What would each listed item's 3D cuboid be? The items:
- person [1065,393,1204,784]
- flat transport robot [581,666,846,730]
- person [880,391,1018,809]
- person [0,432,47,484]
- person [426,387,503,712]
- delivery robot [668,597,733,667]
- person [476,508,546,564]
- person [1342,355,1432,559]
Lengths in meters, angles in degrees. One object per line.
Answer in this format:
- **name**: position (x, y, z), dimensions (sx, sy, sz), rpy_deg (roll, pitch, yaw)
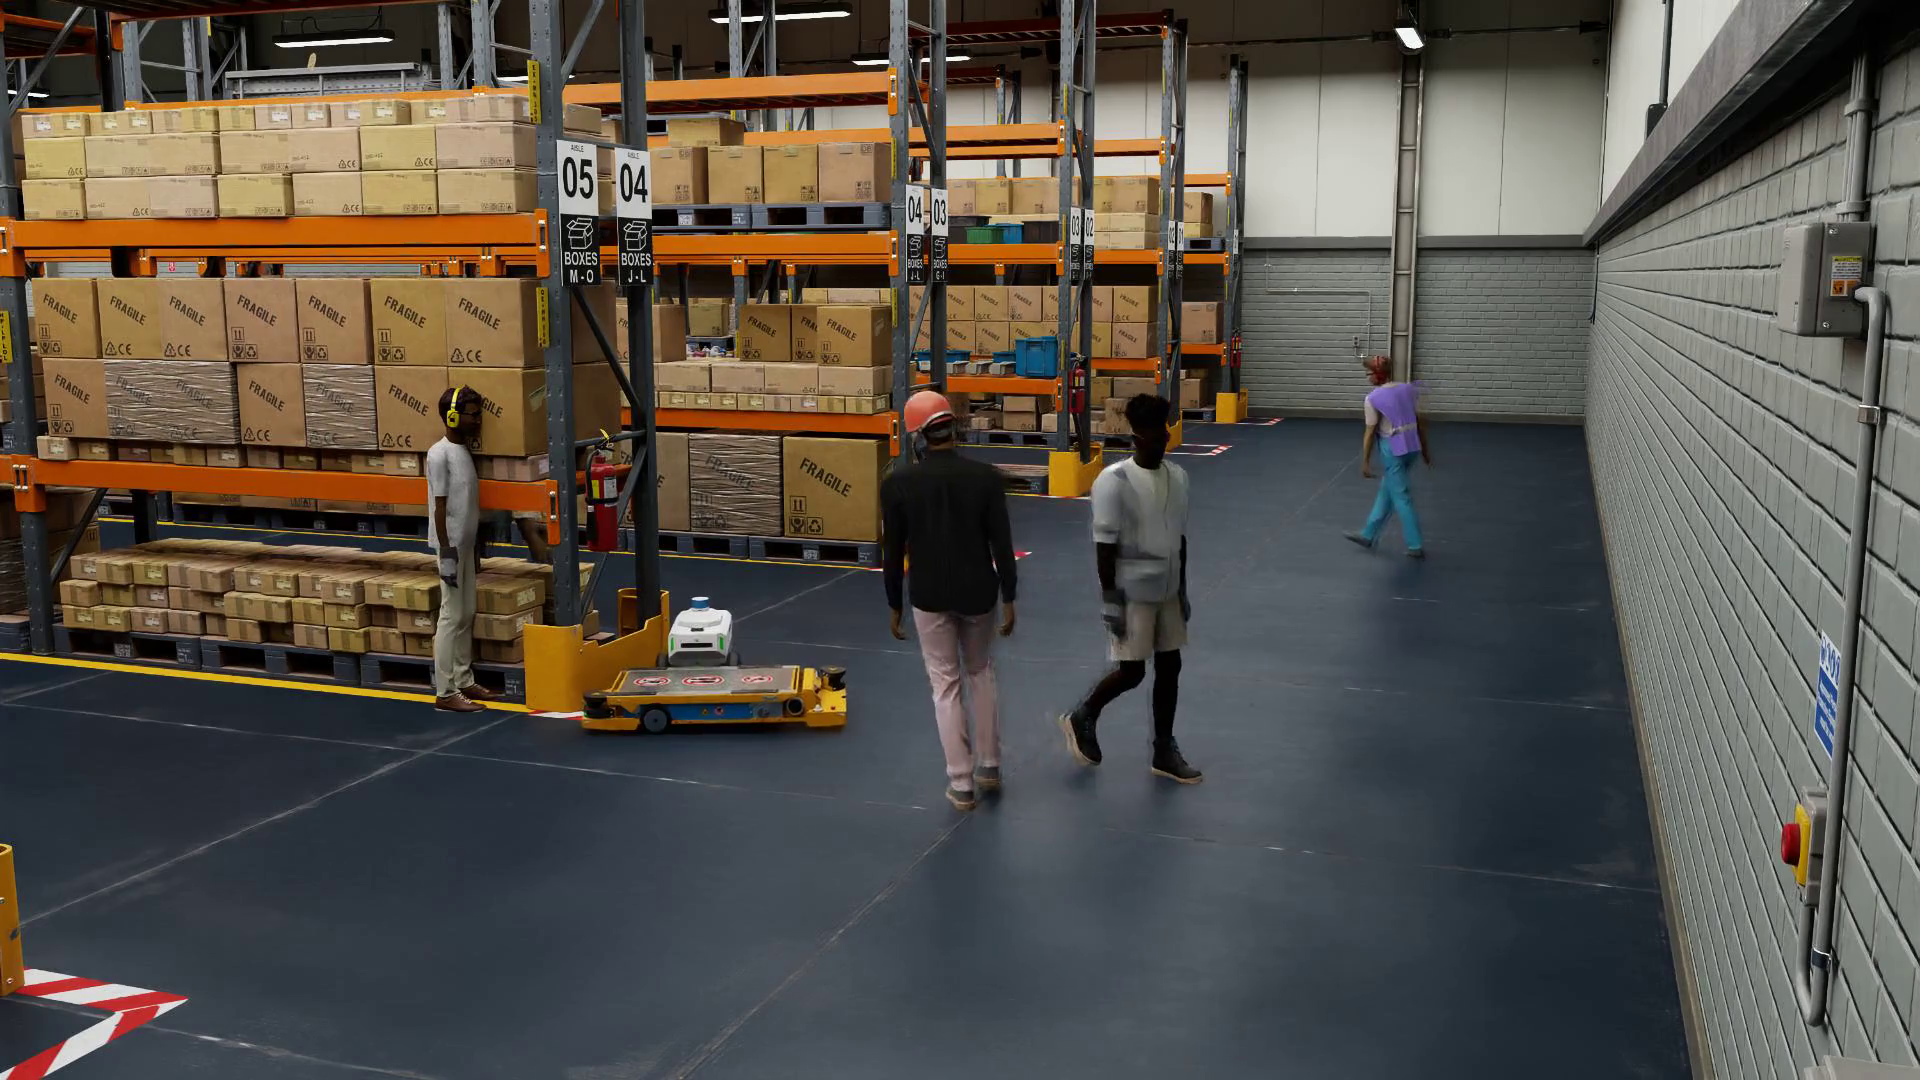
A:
- **person**: position (0.880, 0.234, 8.222), dimensions (0.642, 1.938, 0.602), rpy_deg (-8, 12, -40)
- **flat transport robot**: position (-1.357, 0.878, 9.347), dimensions (1.431, 0.197, 0.652), rpy_deg (-1, 9, -4)
- **person**: position (-0.062, 0.279, 7.880), dimensions (0.622, 1.947, 0.576), rpy_deg (-1, 9, -8)
- **person**: position (-8.225, -0.795, 14.426), dimensions (0.375, 1.995, 0.611), rpy_deg (7, 11, 36)
- **person**: position (-2.864, 0.058, 9.537), dimensions (0.333, 1.860, 0.510), rpy_deg (0, 9, 3)
- **delivery robot**: position (-1.556, 0.585, 9.998), dimensions (0.477, 0.478, 0.707), rpy_deg (-1, 9, -5)
- **person**: position (-3.462, -0.485, 12.589), dimensions (1.085, 1.985, 0.595), rpy_deg (8, 12, 39)
- **person**: position (3.805, -0.745, 14.779), dimensions (0.650, 1.777, 0.933), rpy_deg (-7, 12, -38)
